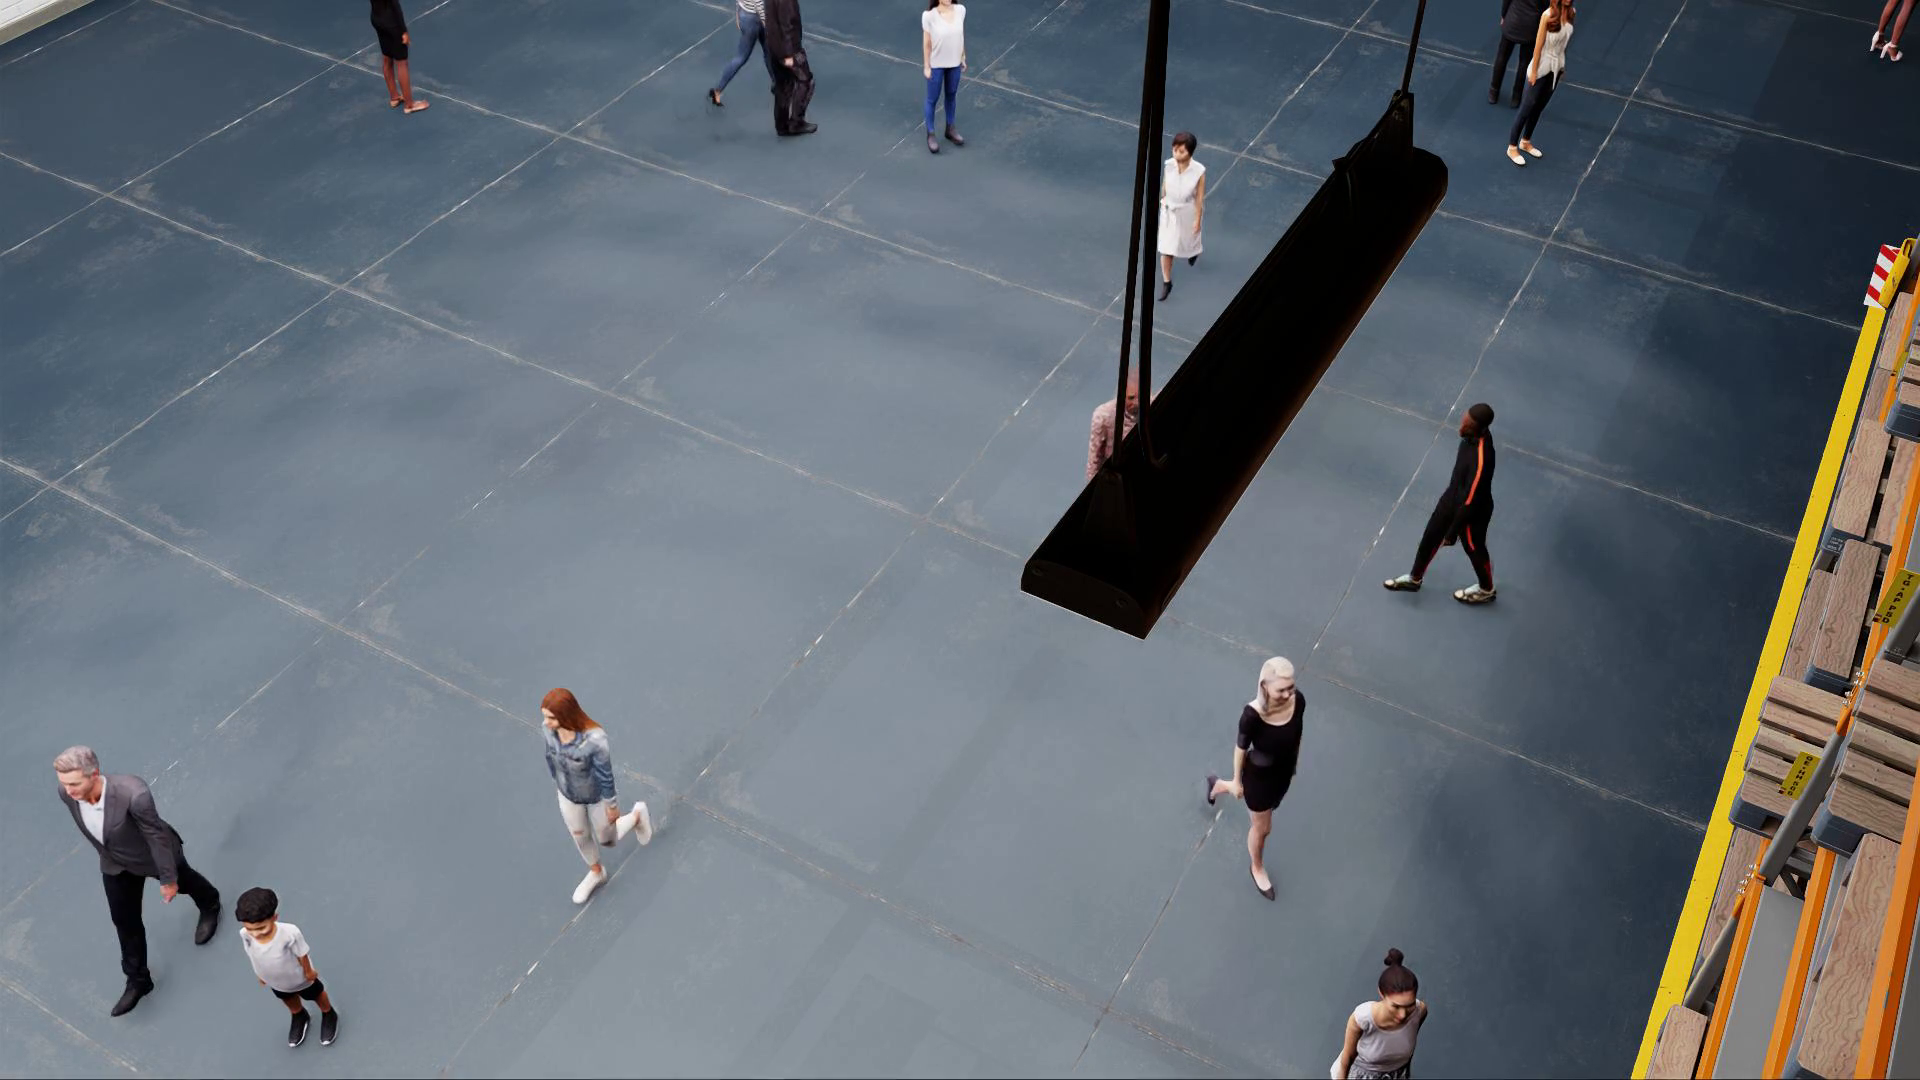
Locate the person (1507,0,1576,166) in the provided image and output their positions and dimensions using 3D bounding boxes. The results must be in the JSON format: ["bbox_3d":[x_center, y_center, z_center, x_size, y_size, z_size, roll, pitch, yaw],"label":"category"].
[{"bbox_3d":[5.452,-4.399,15.548,0.607,1.785,0.722,-24,49,-23],"label":"person"}]

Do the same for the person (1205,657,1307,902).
[{"bbox_3d":[1.711,1.280,9.571,1.053,1.807,0.978,-21,47,-21],"label":"person"}]

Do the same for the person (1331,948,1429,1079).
[{"bbox_3d":[2.060,2.621,8.309,0.665,1.606,0.722,-9,44,-10],"label":"person"}]

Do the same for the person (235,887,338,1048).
[{"bbox_3d":[-3.630,2.274,8.927,0.560,1.256,0.600,1,44,1],"label":"person"}]

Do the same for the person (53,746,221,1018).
[{"bbox_3d":[-4.476,1.672,9.161,1.027,1.805,1.224,3,44,3],"label":"person"}]

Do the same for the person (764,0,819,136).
[{"bbox_3d":[-1.747,-4.684,15.829,0.900,1.810,0.875,-13,45,-13],"label":"person"}]

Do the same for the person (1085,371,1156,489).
[{"bbox_3d":[1.127,-0.453,11.394,0.783,1.802,0.855,-12,45,-13],"label":"person"}]

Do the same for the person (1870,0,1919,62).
[{"bbox_3d":[9.788,-5.813,17.030,0.725,1.788,0.647,-5,44,-5],"label":"person"}]

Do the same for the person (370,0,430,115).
[{"bbox_3d":[-5.572,-5.021,16.247,0.634,1.723,0.541,29,51,27],"label":"person"}]

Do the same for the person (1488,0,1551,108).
[{"bbox_3d":[5.531,-5.093,16.284,0.615,1.775,0.590,19,47,19],"label":"person"}]

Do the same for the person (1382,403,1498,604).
[{"bbox_3d":[3.501,-0.229,11.182,1.035,1.769,1.084,4,44,4],"label":"person"}]

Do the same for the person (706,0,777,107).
[{"bbox_3d":[-2.120,-4.993,16.195,1.199,1.751,1.018,-18,46,-18],"label":"person"}]

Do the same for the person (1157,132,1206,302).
[{"bbox_3d":[1.884,-2.757,14.006,0.610,1.535,0.840,18,47,18],"label":"person"}]

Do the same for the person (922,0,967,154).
[{"bbox_3d":[-0.159,-4.502,15.728,0.632,1.684,0.744,-21,48,-21],"label":"person"}]

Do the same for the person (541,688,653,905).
[{"bbox_3d":[-2.089,1.391,9.543,0.686,1.685,0.915,16,46,16],"label":"person"}]
